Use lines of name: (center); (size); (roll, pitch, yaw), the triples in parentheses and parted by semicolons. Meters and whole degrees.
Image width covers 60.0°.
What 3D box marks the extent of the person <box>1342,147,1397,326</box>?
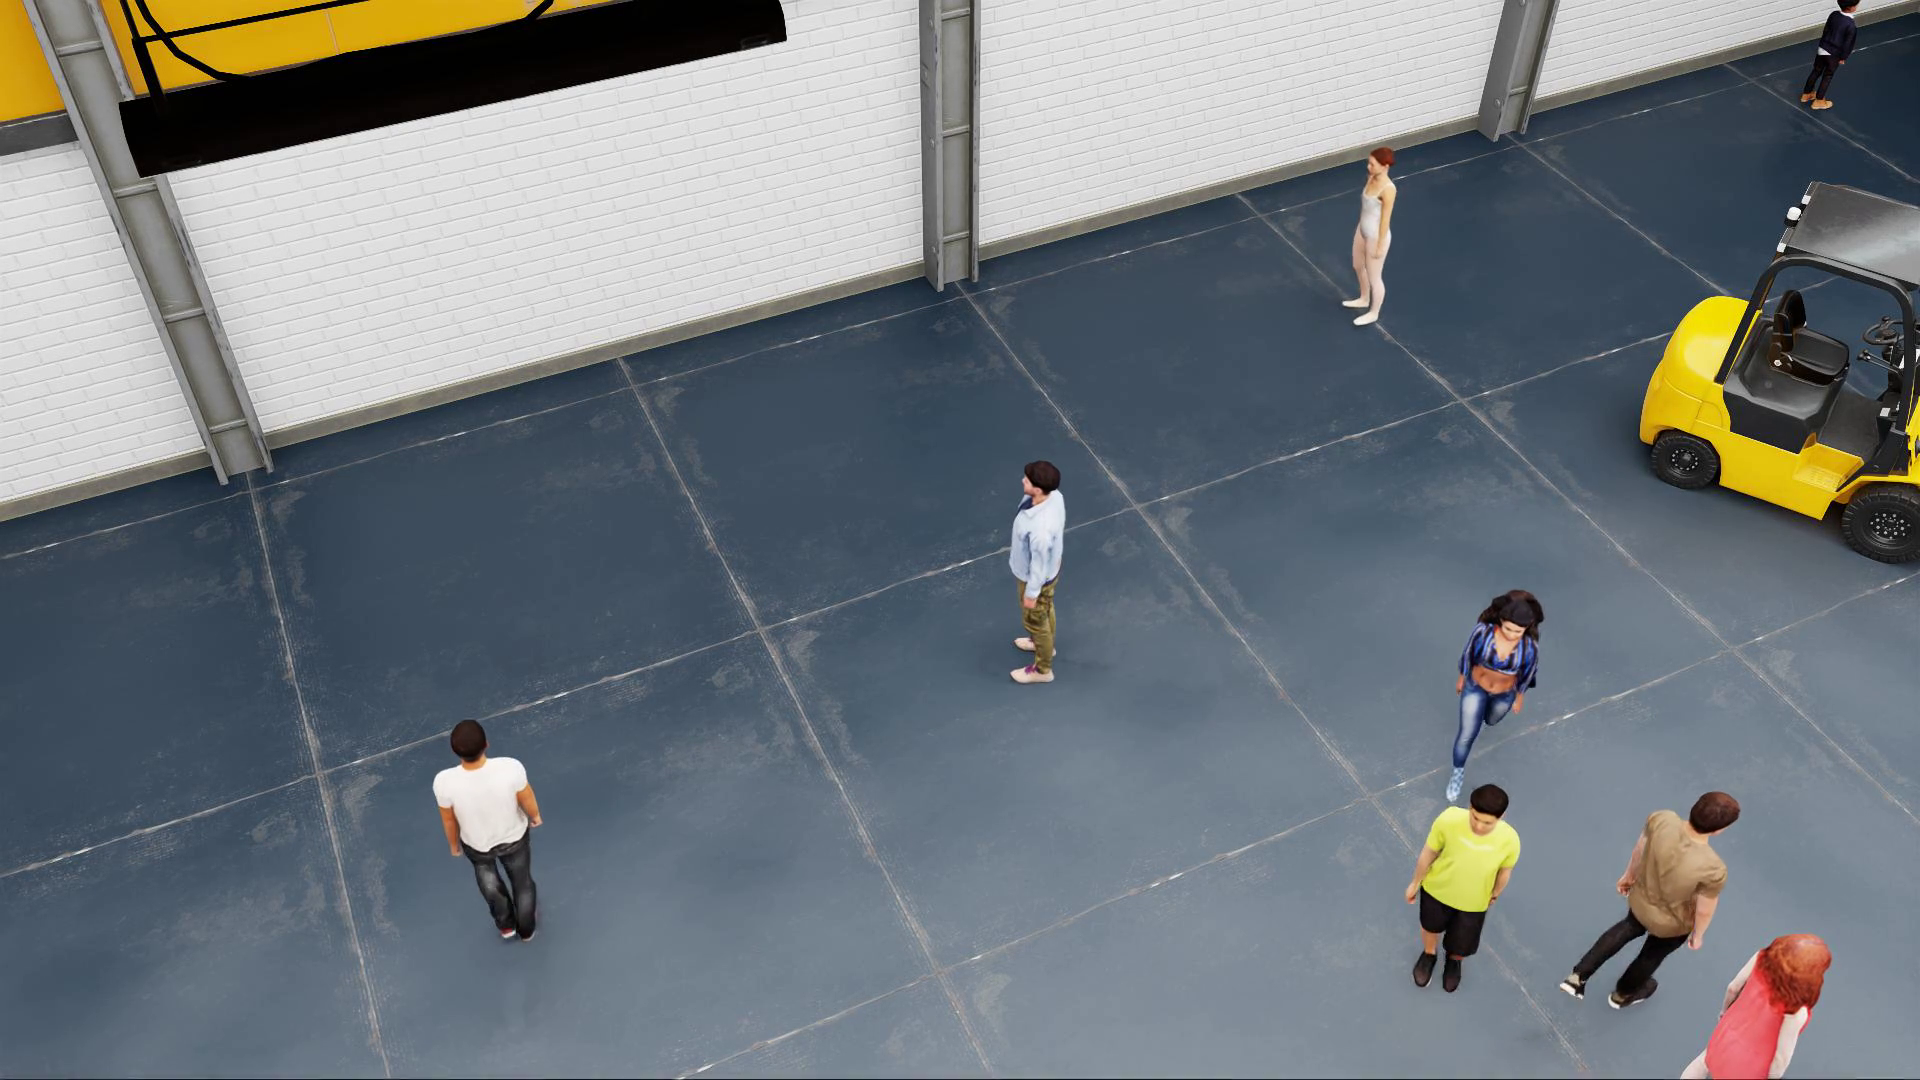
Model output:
person: (3.406, -2.515, 13.682); (0.586, 1.635, 0.616); (-12, 45, -12)

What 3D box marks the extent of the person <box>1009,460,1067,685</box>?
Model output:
person: (0.510, 0.201, 10.704); (0.779, 1.810, 0.762); (7, 44, 8)

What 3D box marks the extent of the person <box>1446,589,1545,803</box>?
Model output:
person: (3.260, 0.863, 10.163); (1.023, 1.598, 1.092); (14, 45, 15)

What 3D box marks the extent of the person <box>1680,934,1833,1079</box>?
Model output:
person: (3.898, 2.512, 8.267); (0.611, 1.826, 0.655); (-6, 44, -7)

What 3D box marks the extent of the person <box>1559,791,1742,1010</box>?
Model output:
person: (3.640, 1.980, 8.822); (0.880, 1.831, 0.649); (-18, 47, -18)

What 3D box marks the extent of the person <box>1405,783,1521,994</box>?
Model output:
person: (2.727, 1.836, 9.071); (0.758, 1.695, 0.801); (20, 47, 19)

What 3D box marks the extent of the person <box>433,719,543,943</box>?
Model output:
person: (-2.560, 1.684, 9.159); (0.597, 1.794, 0.758); (-13, 45, -13)

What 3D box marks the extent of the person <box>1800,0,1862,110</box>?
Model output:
person: (8.640, -4.876, 16.457); (0.521, 1.227, 0.522); (-13, 45, -13)
